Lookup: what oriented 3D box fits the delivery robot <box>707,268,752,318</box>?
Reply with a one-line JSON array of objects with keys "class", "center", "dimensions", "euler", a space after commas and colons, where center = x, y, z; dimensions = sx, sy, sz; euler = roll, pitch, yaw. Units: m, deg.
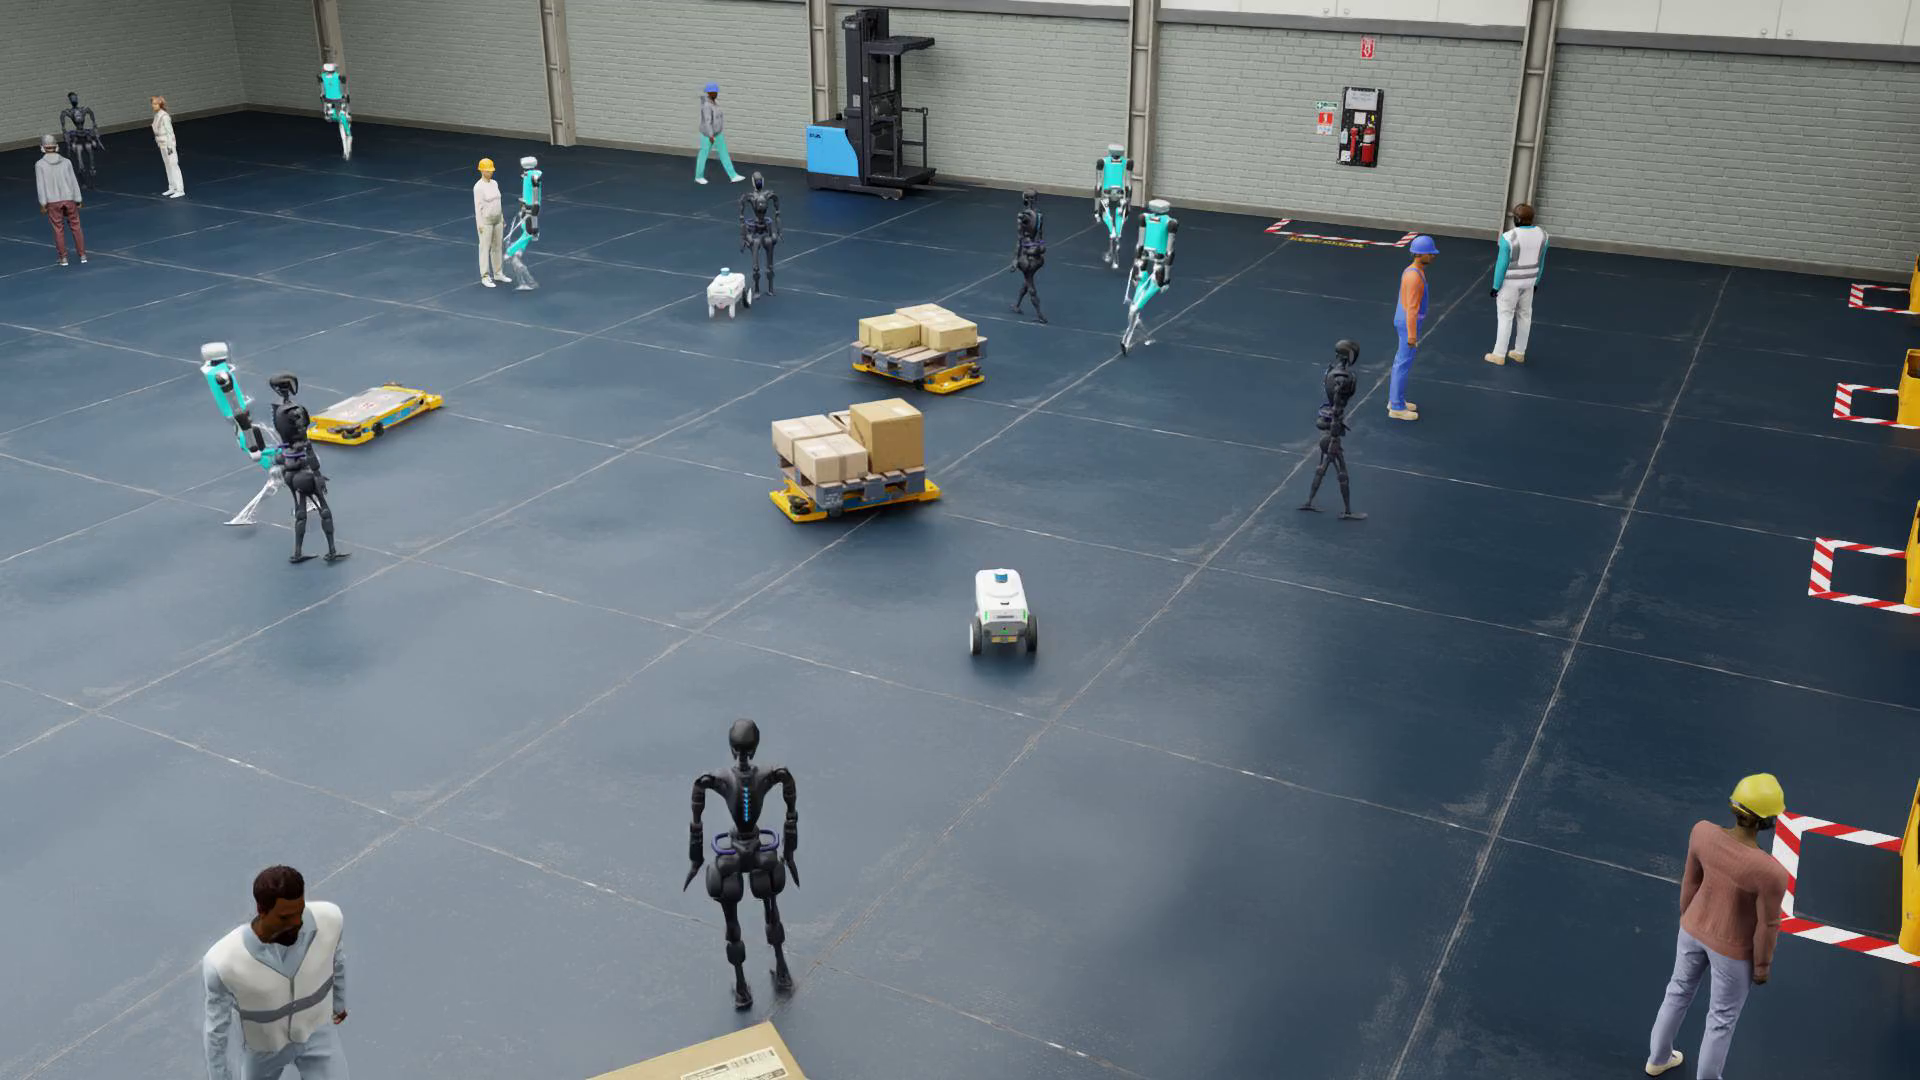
[{"class": "delivery robot", "center": [-2.965, -3.160, 21.149], "dimensions": [0.499, 0.588, 0.774], "euler": [2, 23, 6]}]

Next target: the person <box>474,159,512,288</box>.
[{"class": "person", "center": [-6.279, -4.249, 22.244], "dimensions": [0.328, 1.695, 0.480], "euler": [11, 26, 24]}]

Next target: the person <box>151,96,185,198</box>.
[{"class": "person", "center": [-13.180, -6.534, 27.628], "dimensions": [0.306, 1.645, 0.515], "euler": [-20, 30, -39]}]

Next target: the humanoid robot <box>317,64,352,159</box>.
[{"class": "humanoid robot", "center": [-11.488, -7.948, 30.820], "dimensions": [0.542, 1.759, 0.931], "euler": [0, 23, 1]}]

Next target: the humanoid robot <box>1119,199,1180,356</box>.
[{"class": "humanoid robot", "center": [2.071, -3.026, 19.371], "dimensions": [0.548, 1.758, 0.981], "euler": [19, 30, 37]}]

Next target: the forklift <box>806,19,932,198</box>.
[{"class": "forklift", "center": [-1.573, -7.292, 27.850], "dimensions": [1.873, 2.768, 1.129], "euler": [12, 26, 25]}]

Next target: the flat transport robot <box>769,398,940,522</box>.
[{"class": "flat transport robot", "center": [-0.984, -0.477, 15.273], "dimensions": [1.431, 0.231, 0.659], "euler": [-11, 26, -24]}]

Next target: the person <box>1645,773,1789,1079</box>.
[{"class": "person", "center": [3.624, 1.885, 7.891], "dimensions": [0.338, 1.758, 0.520], "euler": [-12, 26, -26]}]

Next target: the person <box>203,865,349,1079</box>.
[{"class": "person", "center": [-2.962, 2.131, 7.221], "dimensions": [0.644, 1.846, 1.074], "euler": [-17, 29, -35]}]

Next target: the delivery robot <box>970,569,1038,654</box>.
[{"class": "delivery robot", "center": [0.325, 0.512, 12.599], "dimensions": [0.525, 0.587, 0.744], "euler": [-2, 23, -4]}]

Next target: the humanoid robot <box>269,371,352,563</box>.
[{"class": "humanoid robot", "center": [-5.462, -0.617, 13.820], "dimensions": [0.474, 1.655, 0.603], "euler": [-19, 30, -37]}]

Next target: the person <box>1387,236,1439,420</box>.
[{"class": "person", "center": [4.682, -2.209, 17.228], "dimensions": [0.371, 1.908, 0.527], "euler": [5, 24, 12]}]

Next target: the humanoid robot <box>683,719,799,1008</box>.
[{"class": "humanoid robot", "center": [-1.131, 1.644, 8.549], "dimensions": [0.608, 1.654, 0.385], "euler": [-5, 24, -12]}]

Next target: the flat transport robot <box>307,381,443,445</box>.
[{"class": "flat transport robot", "center": [-6.076, -1.313, 17.220], "dimensions": [0.659, 0.231, 1.431], "euler": [8, 25, 19]}]

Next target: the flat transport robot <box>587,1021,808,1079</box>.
[{"class": "flat transport robot", "center": [-0.949, 3.232, 6.638], "dimensions": [0.659, 0.231, 1.431], "euler": [-1, 23, -1]}]

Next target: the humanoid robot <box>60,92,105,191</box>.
[{"class": "humanoid robot", "center": [-14.761, -6.706, 28.001], "dimensions": [0.605, 1.645, 0.366], "euler": [-18, 29, -36]}]

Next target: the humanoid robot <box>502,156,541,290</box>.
[{"class": "humanoid robot", "center": [-5.821, -4.104, 21.896], "dimensions": [0.720, 1.818, 0.539], "euler": [-10, 25, -23]}]

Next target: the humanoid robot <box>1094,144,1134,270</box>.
[{"class": "humanoid robot", "center": [2.146, -4.503, 22.816], "dimensions": [0.558, 1.746, 1.038], "euler": [-4, 24, -9]}]

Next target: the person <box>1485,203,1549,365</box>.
[{"class": "person", "center": [6.330, -2.919, 18.967], "dimensions": [0.621, 1.844, 0.430], "euler": [-7, 24, -17]}]

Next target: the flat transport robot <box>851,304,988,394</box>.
[{"class": "flat transport robot", "center": [-0.468, -1.935, 18.668], "dimensions": [1.431, 0.231, 0.659], "euler": [20, 30, 39]}]

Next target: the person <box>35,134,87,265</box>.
[{"class": "person", "center": [-12.628, -4.780, 23.346], "dimensions": [0.550, 1.806, 0.381], "euler": [-19, 30, -38]}]

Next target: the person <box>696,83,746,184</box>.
[{"class": "person", "center": [-4.190, -6.940, 28.467], "dimensions": [0.930, 1.718, 0.553], "euler": [9, 25, 19]}]

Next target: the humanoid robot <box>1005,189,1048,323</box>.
[{"class": "humanoid robot", "center": [0.807, -3.551, 20.686], "dimensions": [0.735, 1.629, 0.609], "euler": [15, 28, 31]}]

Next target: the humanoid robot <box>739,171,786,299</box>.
[{"class": "humanoid robot", "center": [-2.576, -3.973, 21.626], "dimensions": [0.604, 1.651, 0.310], "euler": [-10, 25, -21]}]

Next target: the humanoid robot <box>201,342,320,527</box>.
[{"class": "humanoid robot", "center": [-6.006, -0.932, 14.539], "dimensions": [1.022, 1.748, 0.538], "euler": [-16, 28, -33]}]

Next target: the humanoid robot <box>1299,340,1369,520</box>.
[{"class": "humanoid robot", "center": [3.372, -0.983, 14.694], "dimensions": [0.661, 1.636, 0.612], "euler": [6, 24, 15]}]
